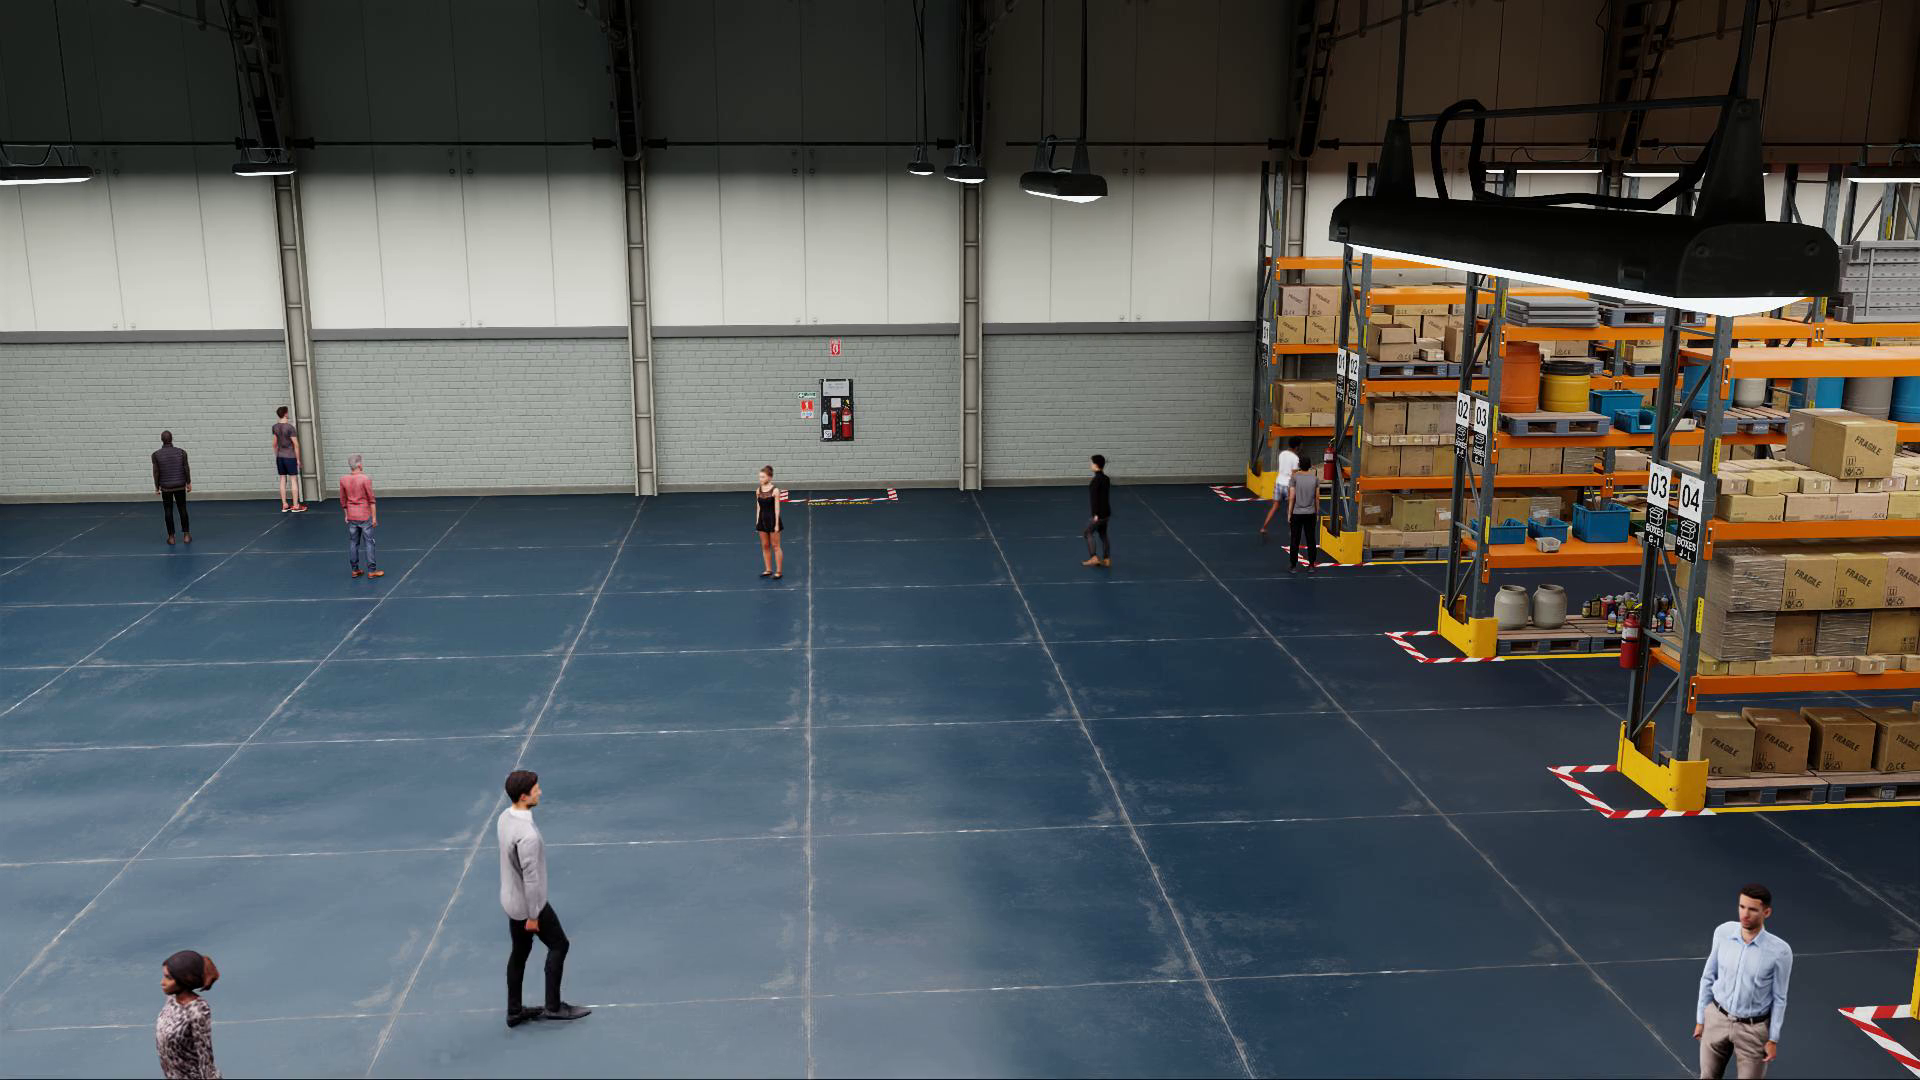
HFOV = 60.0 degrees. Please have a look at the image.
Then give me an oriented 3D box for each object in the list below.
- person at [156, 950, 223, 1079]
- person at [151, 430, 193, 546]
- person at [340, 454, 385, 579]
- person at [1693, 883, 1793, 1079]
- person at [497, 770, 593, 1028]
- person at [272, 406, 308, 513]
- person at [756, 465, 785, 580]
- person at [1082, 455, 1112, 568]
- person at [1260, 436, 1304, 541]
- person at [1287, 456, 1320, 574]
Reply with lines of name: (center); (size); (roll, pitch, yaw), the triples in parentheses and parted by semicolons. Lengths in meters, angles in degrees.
person: (-4.409, 3.164, 9.595); (0.681, 1.713, 0.735); (12, 18, 42)
person: (-12.631, -0.856, 26.683); (0.672, 1.836, 0.830); (-7, 15, -28)
person: (-8.854, -0.358, 24.541); (0.608, 1.831, 0.805); (3, 13, 12)
person: (4.763, 2.961, 10.171); (0.750, 1.848, 0.805); (11, 17, 41)
person: (-3.155, 2.562, 11.764); (0.978, 1.908, 0.932); (-10, 16, -36)
person: (-11.769, -1.416, 29.063); (0.625, 1.853, 0.779); (4, 14, 16)
person: (-2.798, -0.268, 24.488); (0.671, 1.680, 0.751); (8, 15, 30)
person: (2.167, -0.416, 25.062); (0.868, 1.711, 0.821); (9, 16, 34)
person: (5.197, -0.812, 26.845); (1.239, 1.677, 1.069); (-12, 18, -42)
person: (5.127, -0.389, 24.849); (0.463, 1.754, 0.681); (-1, 13, -3)
